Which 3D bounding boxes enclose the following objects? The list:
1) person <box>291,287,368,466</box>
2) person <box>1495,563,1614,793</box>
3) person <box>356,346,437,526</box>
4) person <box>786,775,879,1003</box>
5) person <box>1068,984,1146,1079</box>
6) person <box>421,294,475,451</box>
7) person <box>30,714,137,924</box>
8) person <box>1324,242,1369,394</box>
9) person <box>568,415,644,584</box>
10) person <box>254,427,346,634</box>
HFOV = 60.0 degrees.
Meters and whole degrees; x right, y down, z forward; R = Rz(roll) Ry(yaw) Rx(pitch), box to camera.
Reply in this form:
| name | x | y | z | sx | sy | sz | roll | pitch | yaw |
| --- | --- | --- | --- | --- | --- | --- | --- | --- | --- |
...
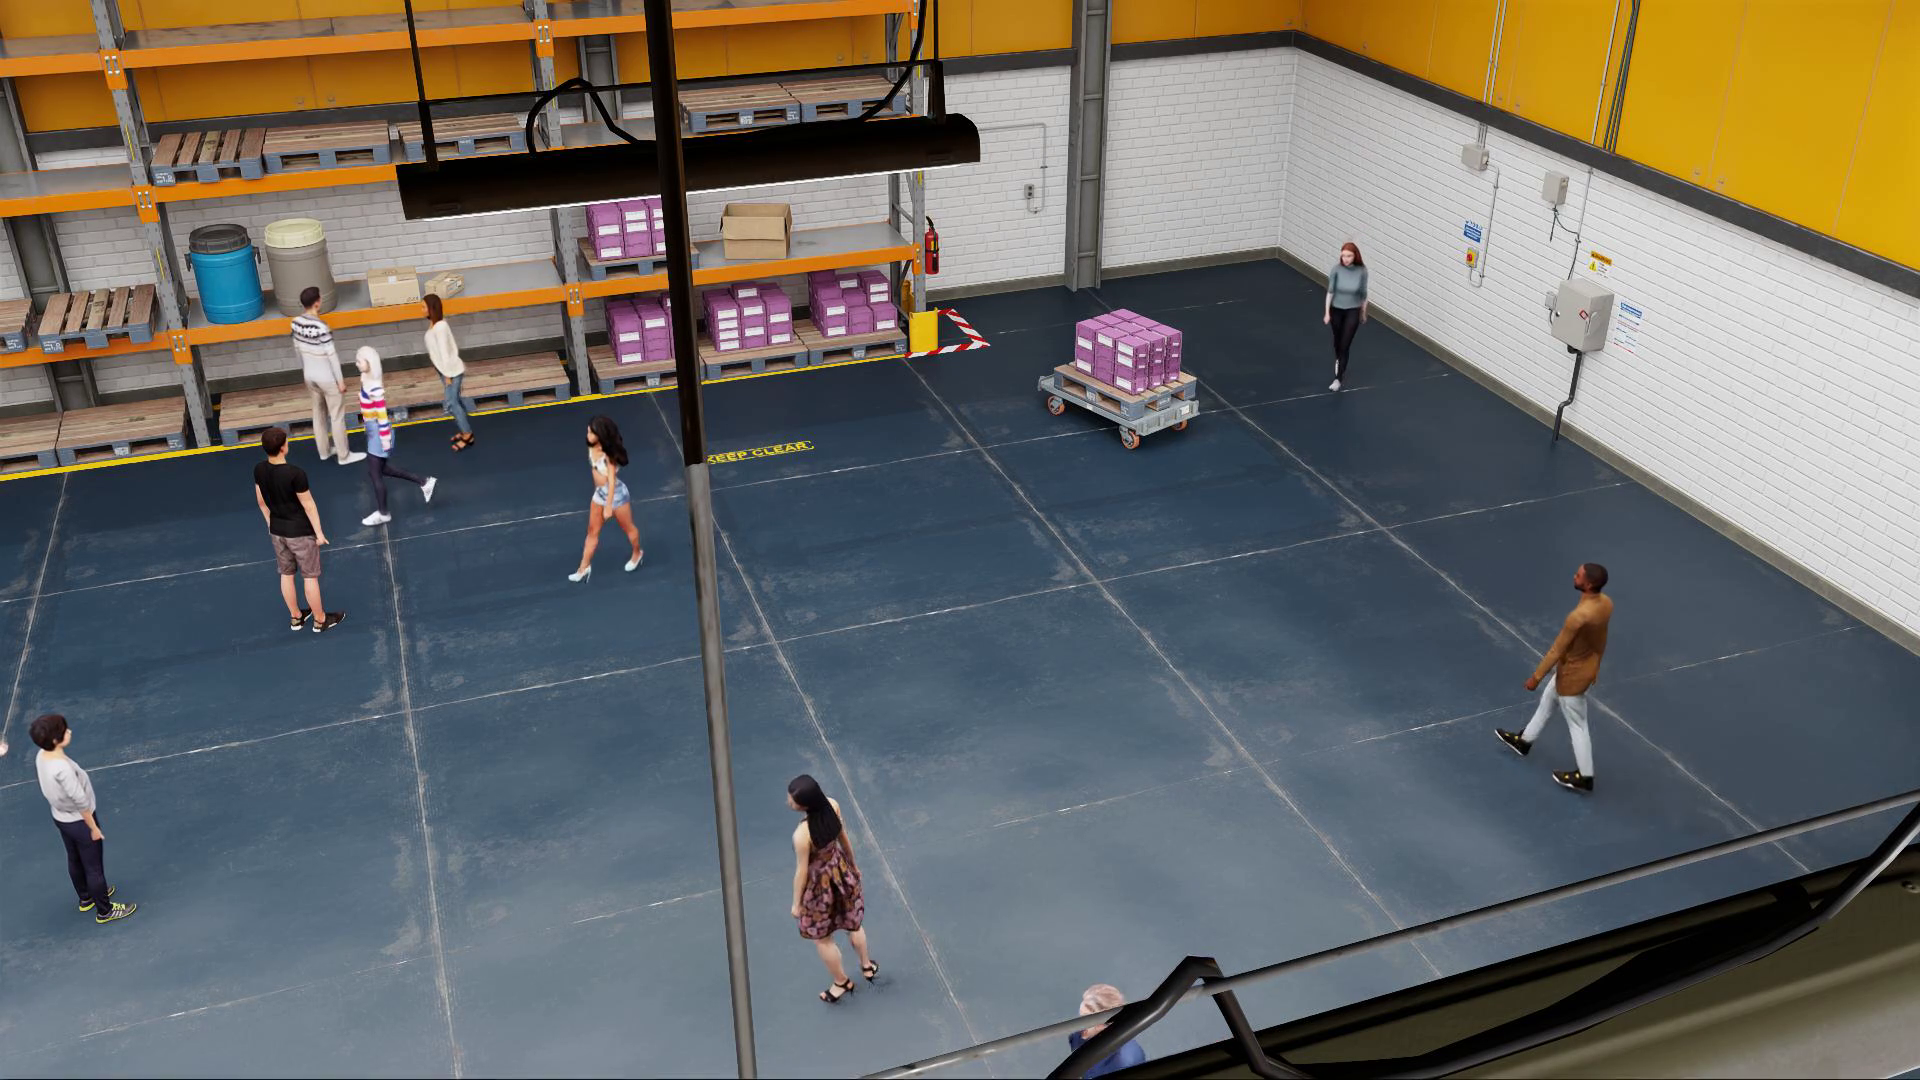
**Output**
| name | x | y | z | sx | sy | sz | roll | pitch | yaw |
| --- | --- | --- | --- | --- | --- | --- | --- | --- | --- |
| person | -6.469 | -1.664 | 16.866 | 0.755 | 1.860 | 0.794 | 15 | 32 | 25 |
| person | 4.531 | 1.029 | 12.018 | 1.036 | 1.776 | 1.112 | 22 | 35 | 34 |
| person | -5.415 | -1.011 | 15.742 | 1.001 | 1.790 | 0.712 | -14 | 32 | -24 |
| person | -0.766 | 2.115 | 10.064 | 0.919 | 1.740 | 0.835 | 24 | 37 | 37 |
| person | 0.806 | 2.932 | 8.455 | 1.032 | 1.847 | 0.836 | -20 | 34 | -32 |
| person | -5.273 | -1.760 | 17.242 | 0.566 | 1.668 | 0.625 | -12 | 31 | -20 |
| person | -5.775 | 1.802 | 10.834 | 0.621 | 1.552 | 0.634 | 20 | 35 | 32 |
| person | 4.332 | -2.543 | 18.659 | 1.167 | 1.686 | 1.149 | 6 | 29 | 12 |
| person | -3.039 | -0.384 | 14.802 | 0.856 | 1.589 | 1.069 | 25 | 37 | 38 |
| person | -5.625 | -0.089 | 13.978 | 0.723 | 1.860 | 0.829 | 8 | 30 | 14 |
